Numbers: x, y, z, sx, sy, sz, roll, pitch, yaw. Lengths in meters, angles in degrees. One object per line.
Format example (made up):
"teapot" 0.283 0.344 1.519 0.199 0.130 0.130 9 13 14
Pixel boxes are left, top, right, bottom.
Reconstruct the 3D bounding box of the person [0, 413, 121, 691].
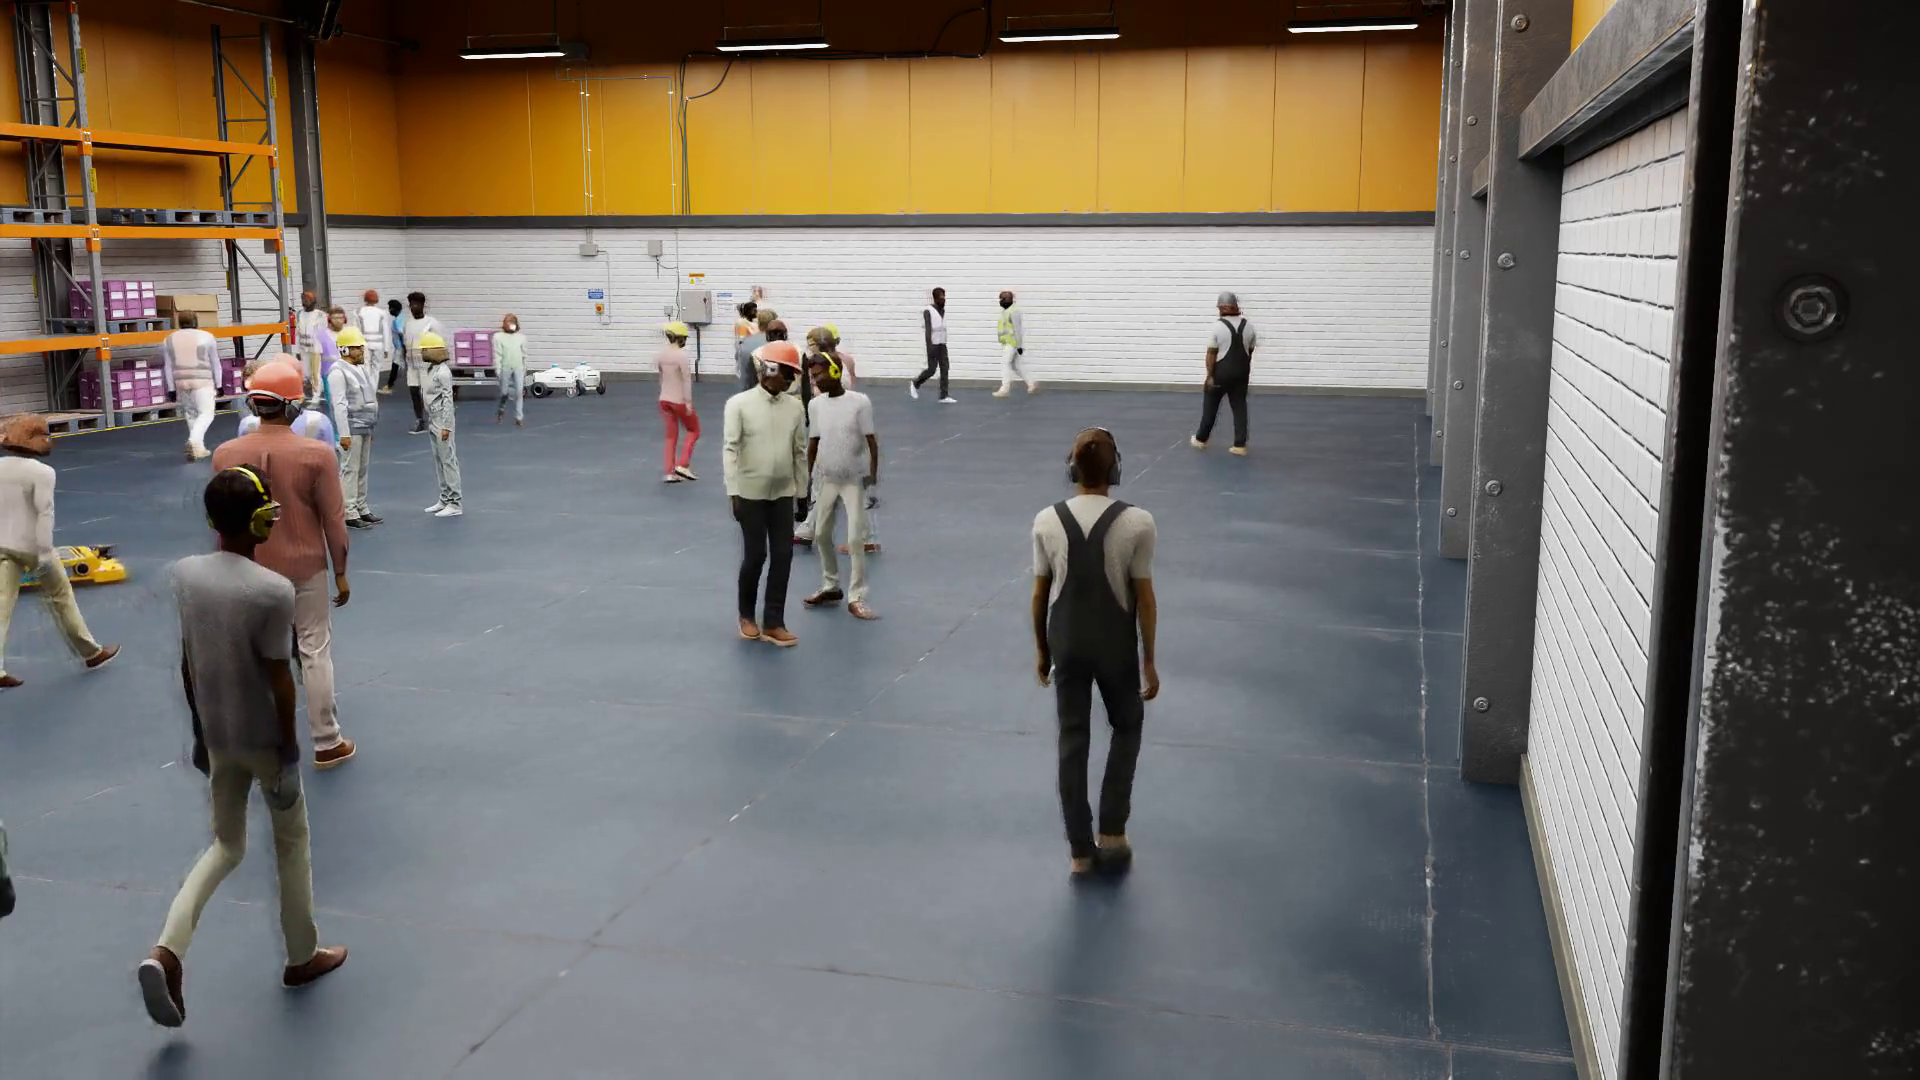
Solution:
"person" -5.410 0.053 9.731 0.509 1.585 0.842 3 11 18

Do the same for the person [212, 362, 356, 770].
"person" -3.286 0.135 8.114 0.618 1.993 0.396 0 10 -2

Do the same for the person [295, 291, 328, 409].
"person" -10.199 -3.010 26.321 0.577 1.866 0.696 3 10 14

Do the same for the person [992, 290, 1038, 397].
"person" 0.963 -3.347 28.354 0.777 1.817 0.637 -2 10 -9

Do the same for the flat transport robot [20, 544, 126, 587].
"flat transport robot" -7.107 0.228 12.467 1.431 0.197 0.652 -7 12 -35

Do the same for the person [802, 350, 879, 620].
"person" -0.848 -0.392 11.544 0.742 1.846 0.447 5 11 28

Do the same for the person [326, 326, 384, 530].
"person" -5.478 -1.015 15.084 0.404 1.831 0.600 0 10 1

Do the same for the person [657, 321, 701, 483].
"person" -3.060 -1.488 17.997 0.537 1.741 0.438 8 13 38

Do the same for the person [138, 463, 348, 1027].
"person" -2.397 0.671 5.495 0.521 1.854 0.745 3 10 16

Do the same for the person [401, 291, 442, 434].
"person" -7.343 -2.435 22.803 0.611 1.948 0.630 4 11 21

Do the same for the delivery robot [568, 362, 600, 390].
"delivery robot" -6.501 -2.838 28.760 0.477 0.478 0.707 -7 12 -34

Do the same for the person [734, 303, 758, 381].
"person" -3.506 -3.081 27.344 0.362 1.621 0.553 8 13 40

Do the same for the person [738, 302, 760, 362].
"person" -3.222 -2.912 26.266 0.674 1.673 0.545 3 10 15

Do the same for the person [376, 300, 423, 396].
"person" -9.558 -3.292 28.497 0.904 1.644 0.541 -1 10 -7

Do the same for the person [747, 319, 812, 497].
"person" -1.804 -1.282 16.609 0.648 1.829 0.433 -1 10 -3

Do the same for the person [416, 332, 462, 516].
"person" -4.957 -1.095 15.792 0.321 1.742 0.492 -6 12 -32

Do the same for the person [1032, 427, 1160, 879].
"person" 0.565 0.452 6.781 0.550 1.829 0.512 3 11 18

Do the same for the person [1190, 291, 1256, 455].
"person" 3.265 -2.099 20.634 0.697 2.000 0.974 -4 11 -20

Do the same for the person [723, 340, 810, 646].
"person" -1.223 -0.294 10.657 0.663 1.951 0.466 -8 13 -37

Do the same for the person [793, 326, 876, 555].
"person" -1.137 -0.806 13.721 0.947 1.894 0.681 0 10 -2

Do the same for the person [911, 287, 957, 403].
"person" -0.431 -3.194 27.248 0.757 1.898 0.599 8 13 37

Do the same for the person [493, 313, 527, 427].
"person" -6.421 -2.434 23.724 0.495 1.614 0.628 -6 11 -29

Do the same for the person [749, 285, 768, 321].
"person" -3.445 -3.453 28.715 0.624 1.893 0.659 -1 10 -5

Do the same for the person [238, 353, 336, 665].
"person" -4.059 -0.174 10.100 0.560 1.915 0.809 -2 10 -11

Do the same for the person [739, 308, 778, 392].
"person" -2.105 -1.501 17.635 0.634 1.914 0.829 6 12 29

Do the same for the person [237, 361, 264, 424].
"person" -5.764 -0.651 13.650 0.520 1.608 0.750 4 11 19

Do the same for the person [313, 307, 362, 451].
"person" -7.678 -1.964 20.557 0.594 1.802 0.934 -4 11 -23

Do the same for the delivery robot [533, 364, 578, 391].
"delivery robot" -6.853 -2.738 28.195 0.707 0.478 0.477 0 10 1

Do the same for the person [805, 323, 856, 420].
"person" -1.367 -1.400 17.489 0.538 1.755 0.346 3 10 14

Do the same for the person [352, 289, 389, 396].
"person" -9.641 -3.172 27.253 0.604 1.862 0.814 -5 11 -27

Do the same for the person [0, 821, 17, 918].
"person" -2.900 0.937 4.646 0.541 1.609 0.711 1 10 8

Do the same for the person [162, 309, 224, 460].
"person" -9.173 -1.851 19.880 0.628 1.816 0.781 0 10 -2
